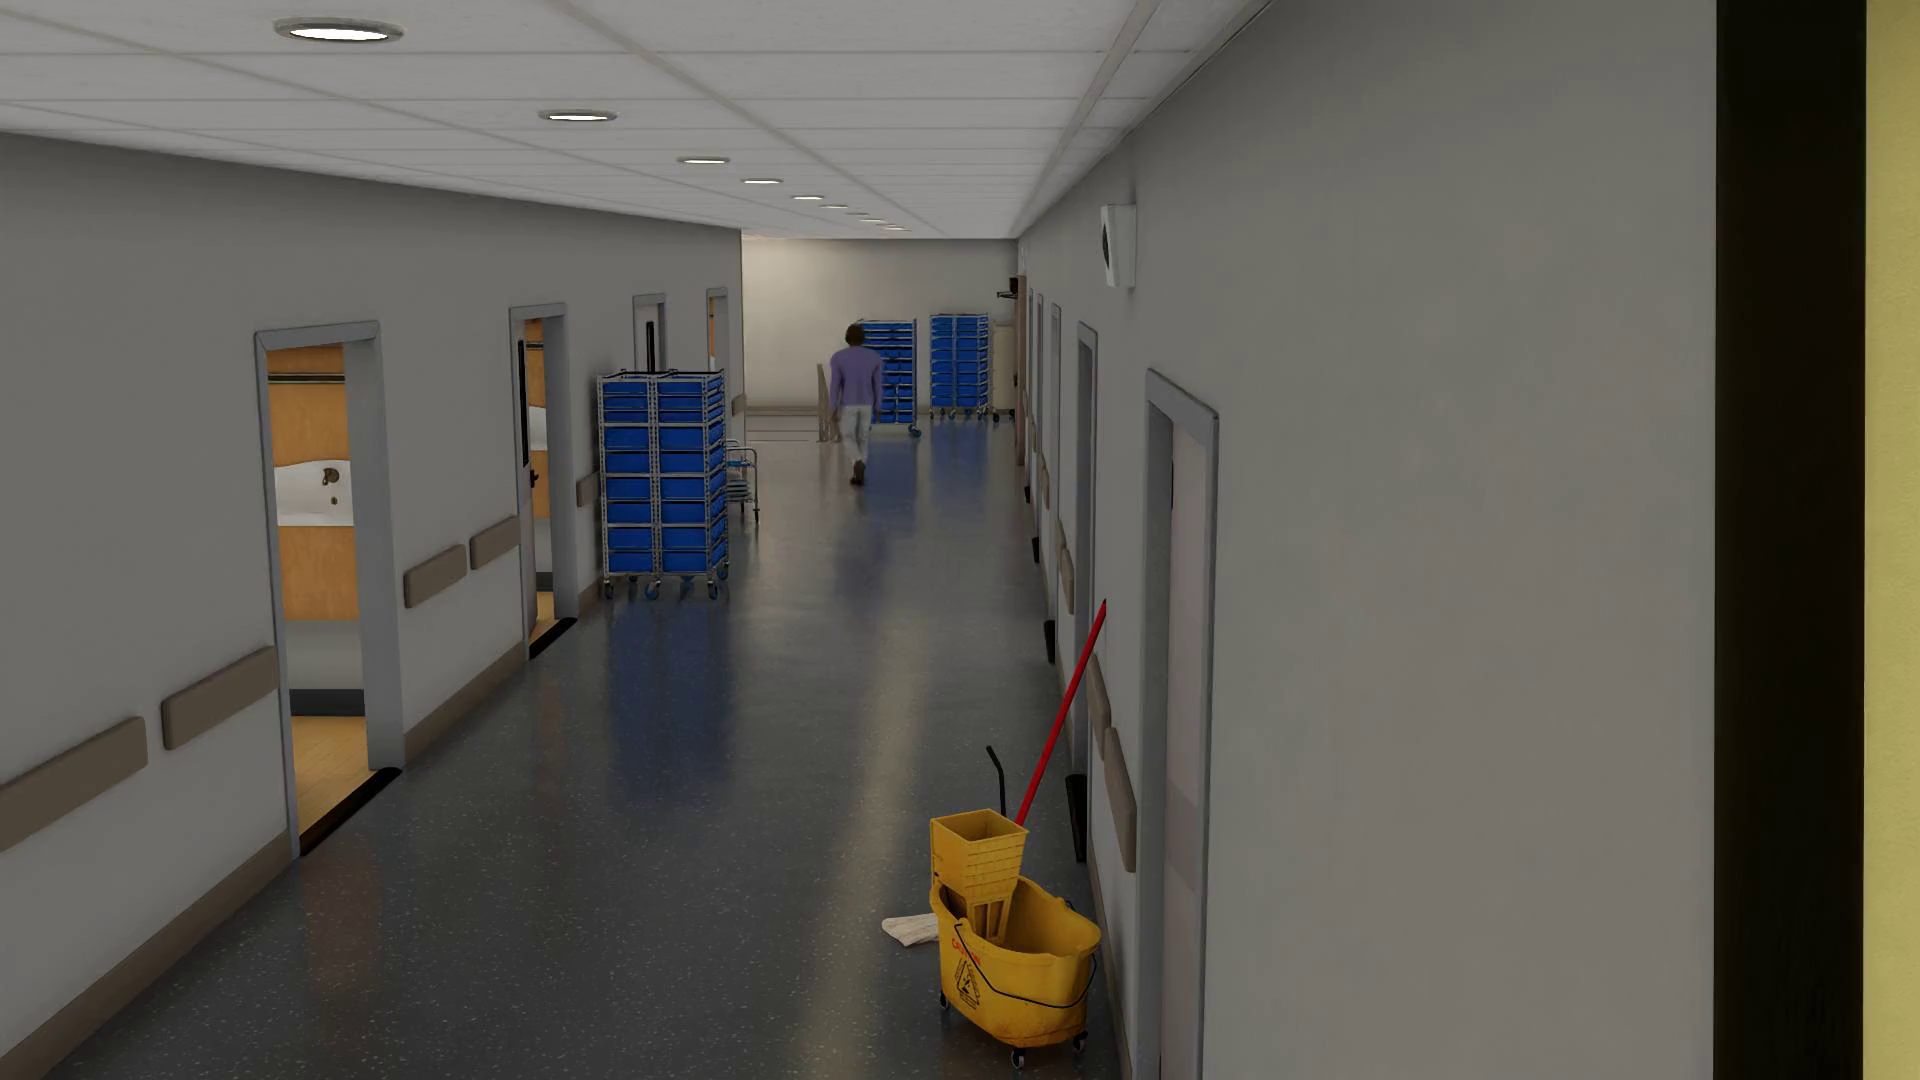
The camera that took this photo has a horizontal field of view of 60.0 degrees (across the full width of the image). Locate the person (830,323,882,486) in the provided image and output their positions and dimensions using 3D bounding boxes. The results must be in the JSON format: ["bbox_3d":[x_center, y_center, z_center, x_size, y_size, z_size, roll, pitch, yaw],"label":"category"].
[{"bbox_3d":[-1.184,-1.555,19.331,0.626,1.924,0.706,-3,10,-18],"label":"person"}]
